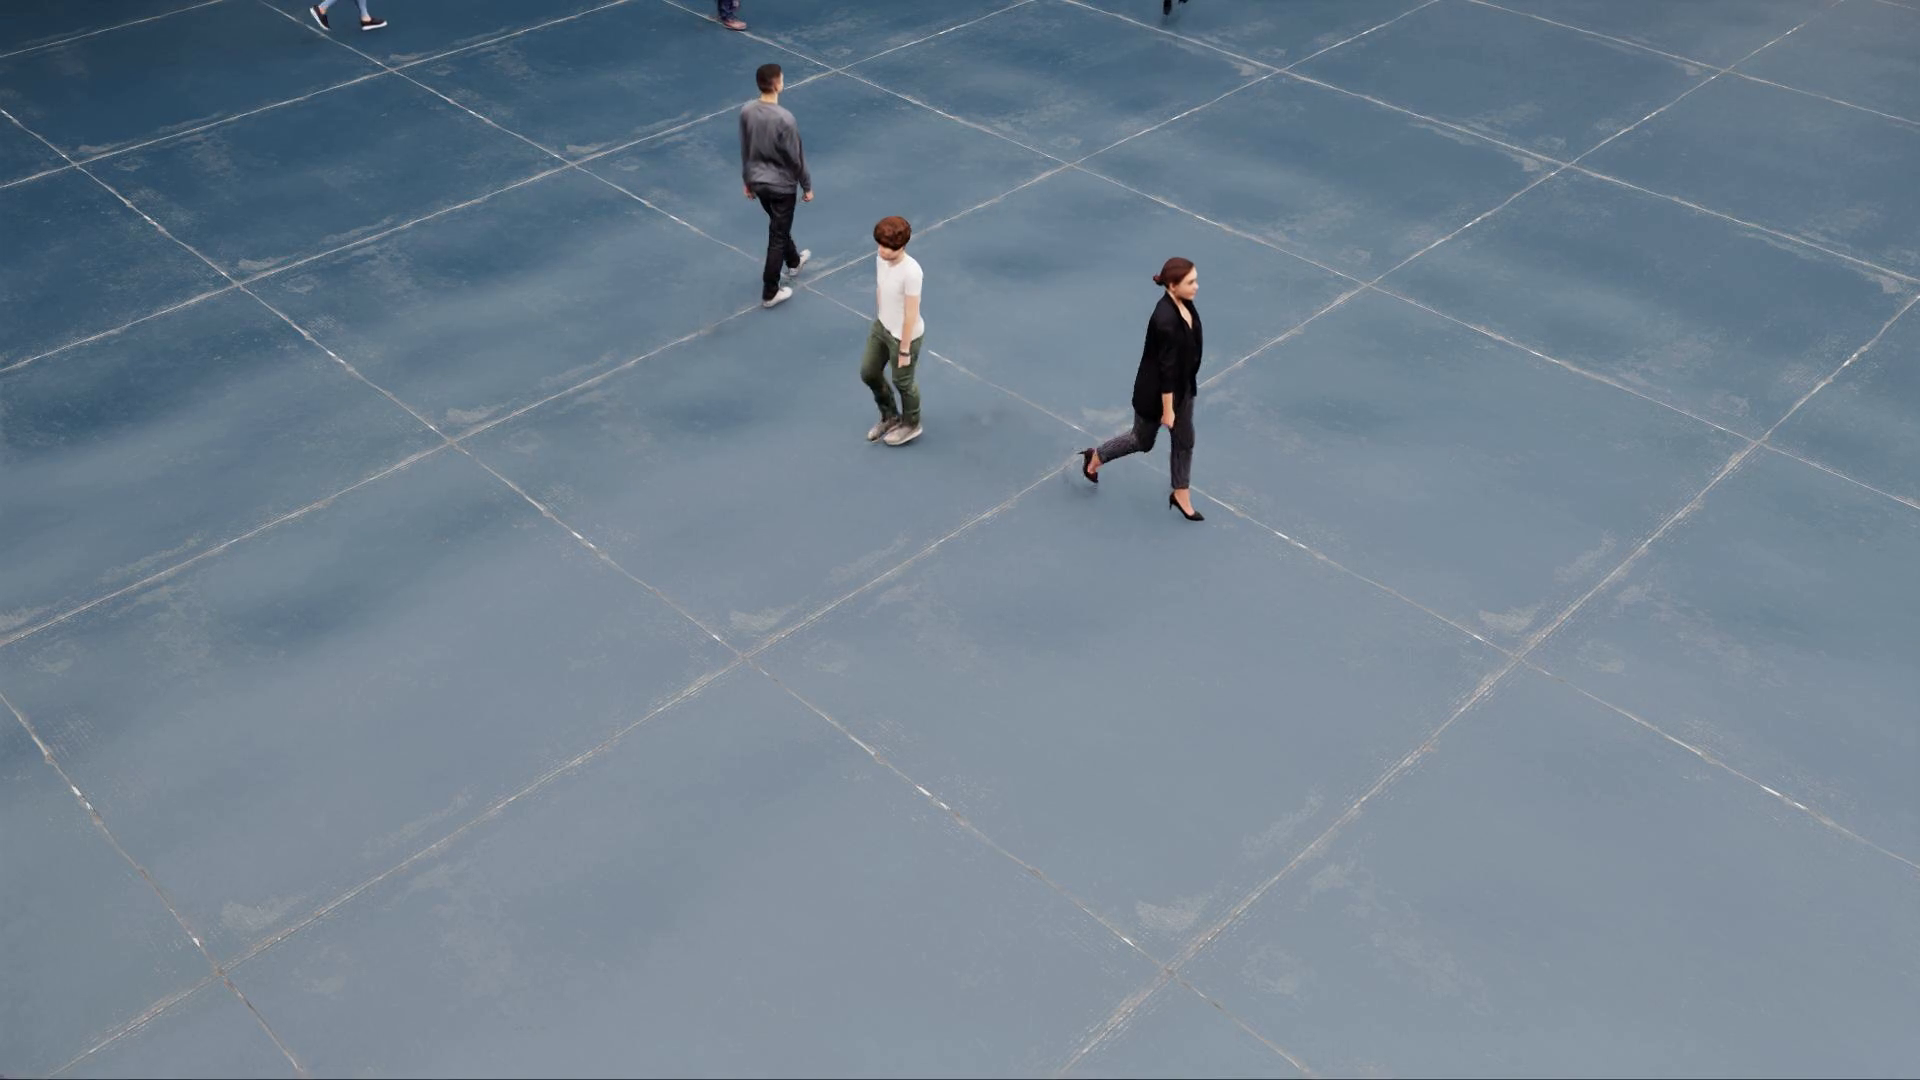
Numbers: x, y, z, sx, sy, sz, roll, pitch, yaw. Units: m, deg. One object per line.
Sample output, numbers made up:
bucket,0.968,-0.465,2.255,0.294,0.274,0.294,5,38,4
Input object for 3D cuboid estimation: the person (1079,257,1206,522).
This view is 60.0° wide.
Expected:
person,1.108,-0.869,9.709,0.914,1.694,1.078,17,40,21

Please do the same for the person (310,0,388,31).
person,-6.066,-5.723,16.115,1.007,1.668,0.787,-18,41,-22

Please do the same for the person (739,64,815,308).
person,-1.360,-2.469,11.778,0.772,1.737,1.017,20,42,24

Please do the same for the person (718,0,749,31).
person,-2.295,-5.919,16.258,0.997,1.807,0.958,-9,38,-12

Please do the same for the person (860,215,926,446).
person,-0.312,-1.301,10.323,0.650,1.638,0.612,-24,43,-28
